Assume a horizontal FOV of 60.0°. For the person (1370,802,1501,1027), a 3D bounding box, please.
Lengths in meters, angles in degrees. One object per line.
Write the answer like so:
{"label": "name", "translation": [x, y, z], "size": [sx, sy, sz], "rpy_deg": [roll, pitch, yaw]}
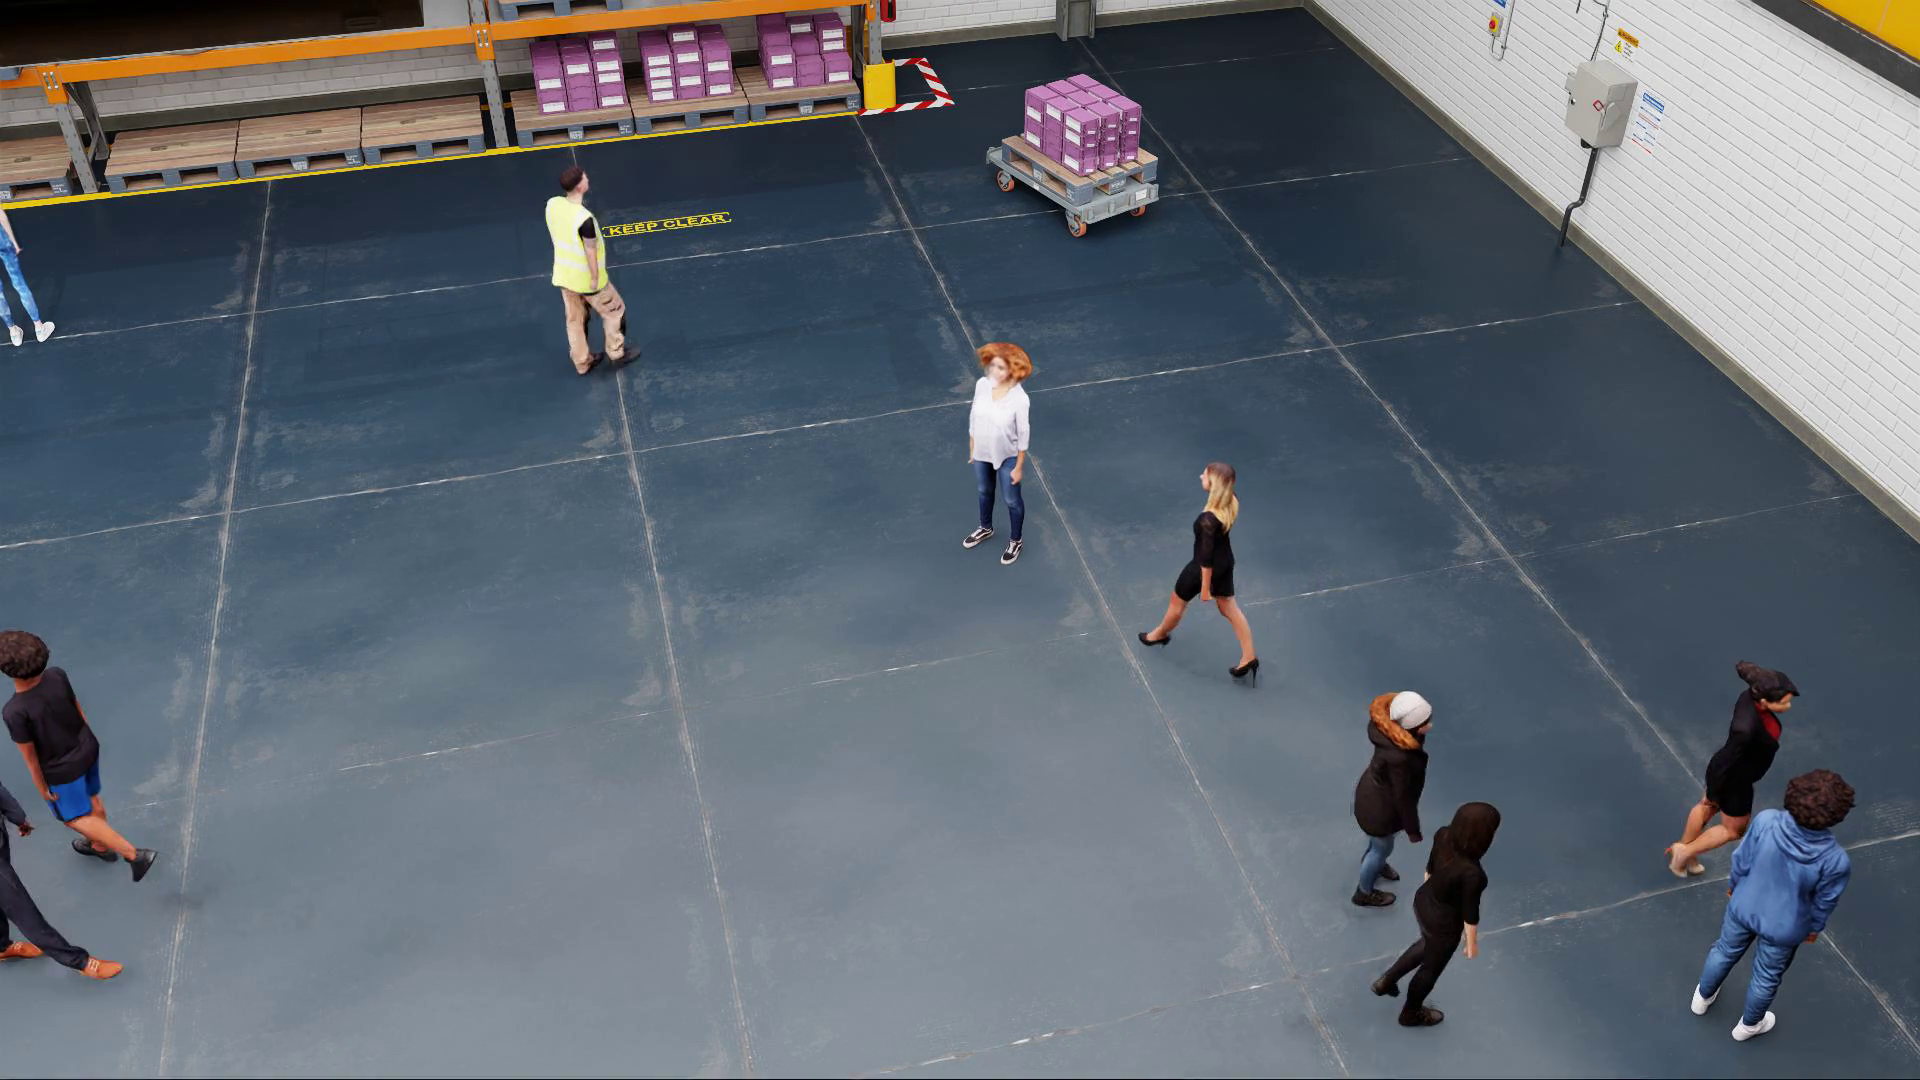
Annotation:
{"label": "person", "translation": [2.368, 1.936, 8.462], "size": [0.663, 1.630, 0.598], "rpy_deg": [-6, 39, -7]}

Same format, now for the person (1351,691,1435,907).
{"label": "person", "translation": [2.309, 1.426, 9.106], "size": [0.778, 1.624, 0.746], "rpy_deg": [2, 39, 3]}

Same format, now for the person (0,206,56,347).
{"label": "person", "translation": [-8.055, -2.443, 13.822], "size": [0.507, 1.784, 0.618], "rpy_deg": [-11, 40, -13]}

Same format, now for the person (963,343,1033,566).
{"label": "person", "translation": [0.284, -0.636, 11.613], "size": [0.754, 1.717, 0.803], "rpy_deg": [24, 44, 27]}

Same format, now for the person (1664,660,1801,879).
{"label": "person", "translation": [4.194, 1.310, 9.247], "size": [0.735, 1.629, 0.686], "rpy_deg": [15, 41, 18]}

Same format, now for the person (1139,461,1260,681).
{"label": "person", "translation": [1.672, 0.236, 10.592], "size": [1.078, 1.630, 1.049], "rpy_deg": [21, 43, 24]}

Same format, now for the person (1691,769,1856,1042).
{"label": "person", "translation": [4.118, 1.851, 8.424], "size": [0.734, 1.811, 0.755], "rpy_deg": [-28, 46, -30]}

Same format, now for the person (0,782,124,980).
{"label": "person", "translation": [-5.205, 1.649, 8.691], "size": [1.120, 1.795, 0.859], "rpy_deg": [-1, 39, -2]}

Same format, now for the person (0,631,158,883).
{"label": "person", "translation": [-4.898, 1.233, 9.222], "size": [1.060, 1.780, 0.921], "rpy_deg": [12, 40, 15]}

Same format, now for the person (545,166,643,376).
{"label": "person", "translation": [-3.090, -2.123, 13.386], "size": [0.936, 1.829, 1.000], "rpy_deg": [21, 43, 25]}
